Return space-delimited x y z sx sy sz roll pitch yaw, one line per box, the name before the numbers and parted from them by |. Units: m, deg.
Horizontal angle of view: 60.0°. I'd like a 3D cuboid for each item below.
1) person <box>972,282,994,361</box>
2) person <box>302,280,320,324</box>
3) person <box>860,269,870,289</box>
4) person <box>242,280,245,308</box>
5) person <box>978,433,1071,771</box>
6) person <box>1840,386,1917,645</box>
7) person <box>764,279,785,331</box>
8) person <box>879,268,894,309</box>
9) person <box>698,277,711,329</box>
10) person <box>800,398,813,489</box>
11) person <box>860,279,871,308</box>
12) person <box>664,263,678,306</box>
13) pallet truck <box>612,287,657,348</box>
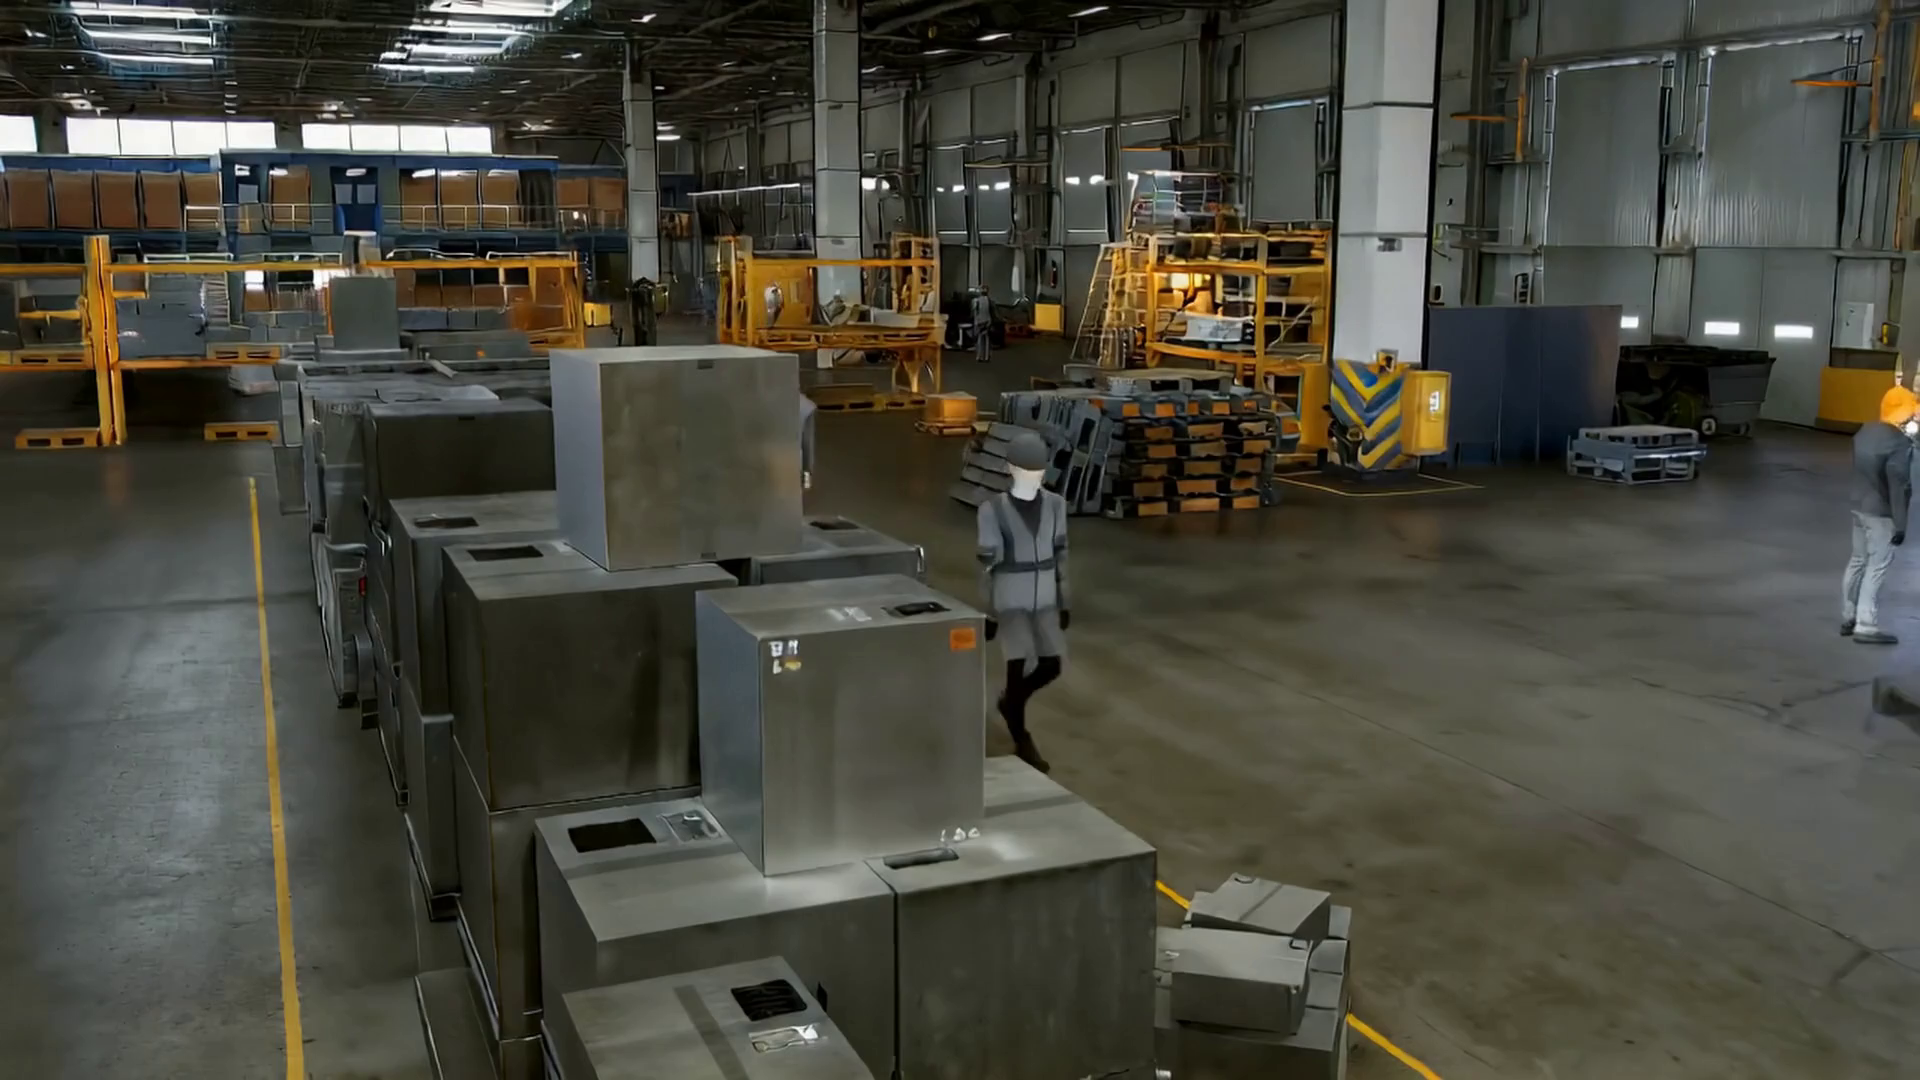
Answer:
person | 0.547 -5.365 40.876 0.543 1.931 0.371 -3 11 -15
person | -16.939 -5.824 43.431 0.389 1.931 0.630 -9 13 -39
person | -3.447 -8.730 59.502 0.637 1.933 0.440 -9 14 -42
person | -29.251 -10.313 68.254 0.425 1.892 0.641 -10 14 -43
person | 0.353 0.337 9.465 0.570 1.925 0.549 -5 11 -24
person | 6.806 -0.175 12.297 0.390 1.928 0.636 0 10 0
person | -5.553 -6.850 49.419 0.618 1.812 0.922 9 14 40
person | -2.590 -8.695 59.215 0.610 1.939 0.421 -3 11 -15
person | -8.470 -7.830 54.992 0.363 1.727 0.514 -7 12 -32
person | -1.671 -0.667 15.166 0.633 1.875 1.074 -6 12 -30
person | -2.854 -6.557 47.688 0.634 1.841 0.429 -2 11 -12
person | -12.910 -11.437 74.196 0.612 1.986 0.407 -1 10 -3
pallet truck | -6.464 -4.406 35.401 0.823 1.965 1.885 6 12 32
